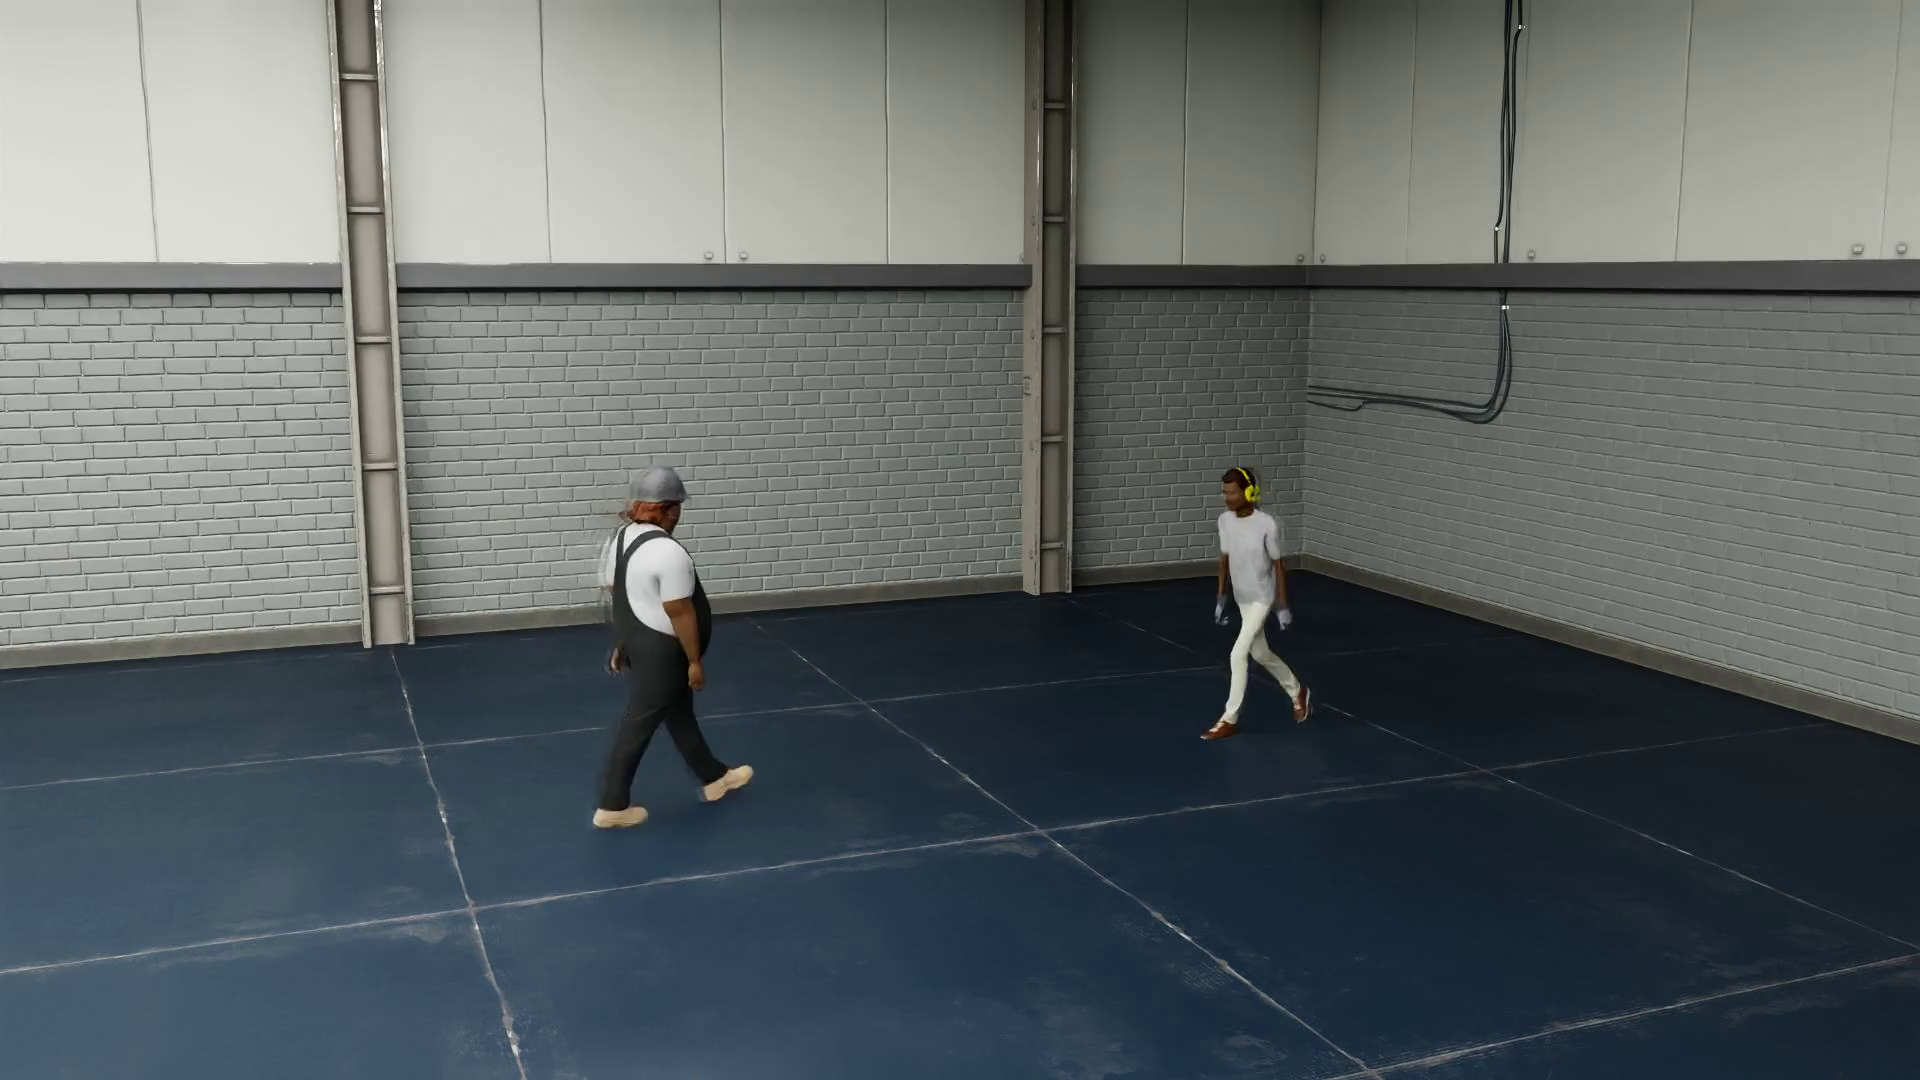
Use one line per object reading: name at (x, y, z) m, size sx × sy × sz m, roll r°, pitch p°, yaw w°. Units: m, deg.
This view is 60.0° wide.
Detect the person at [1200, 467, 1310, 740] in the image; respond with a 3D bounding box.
person at (2.000, 0.390, 11.063) m, size 0.950 × 1.808 × 0.534 m, roll -6°, pitch 11°, yaw -33°

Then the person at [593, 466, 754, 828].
person at (-1.627, 0.552, 9.252) m, size 1.045 × 2.000 × 0.698 m, roll -6°, pitch 11°, yaw -32°
